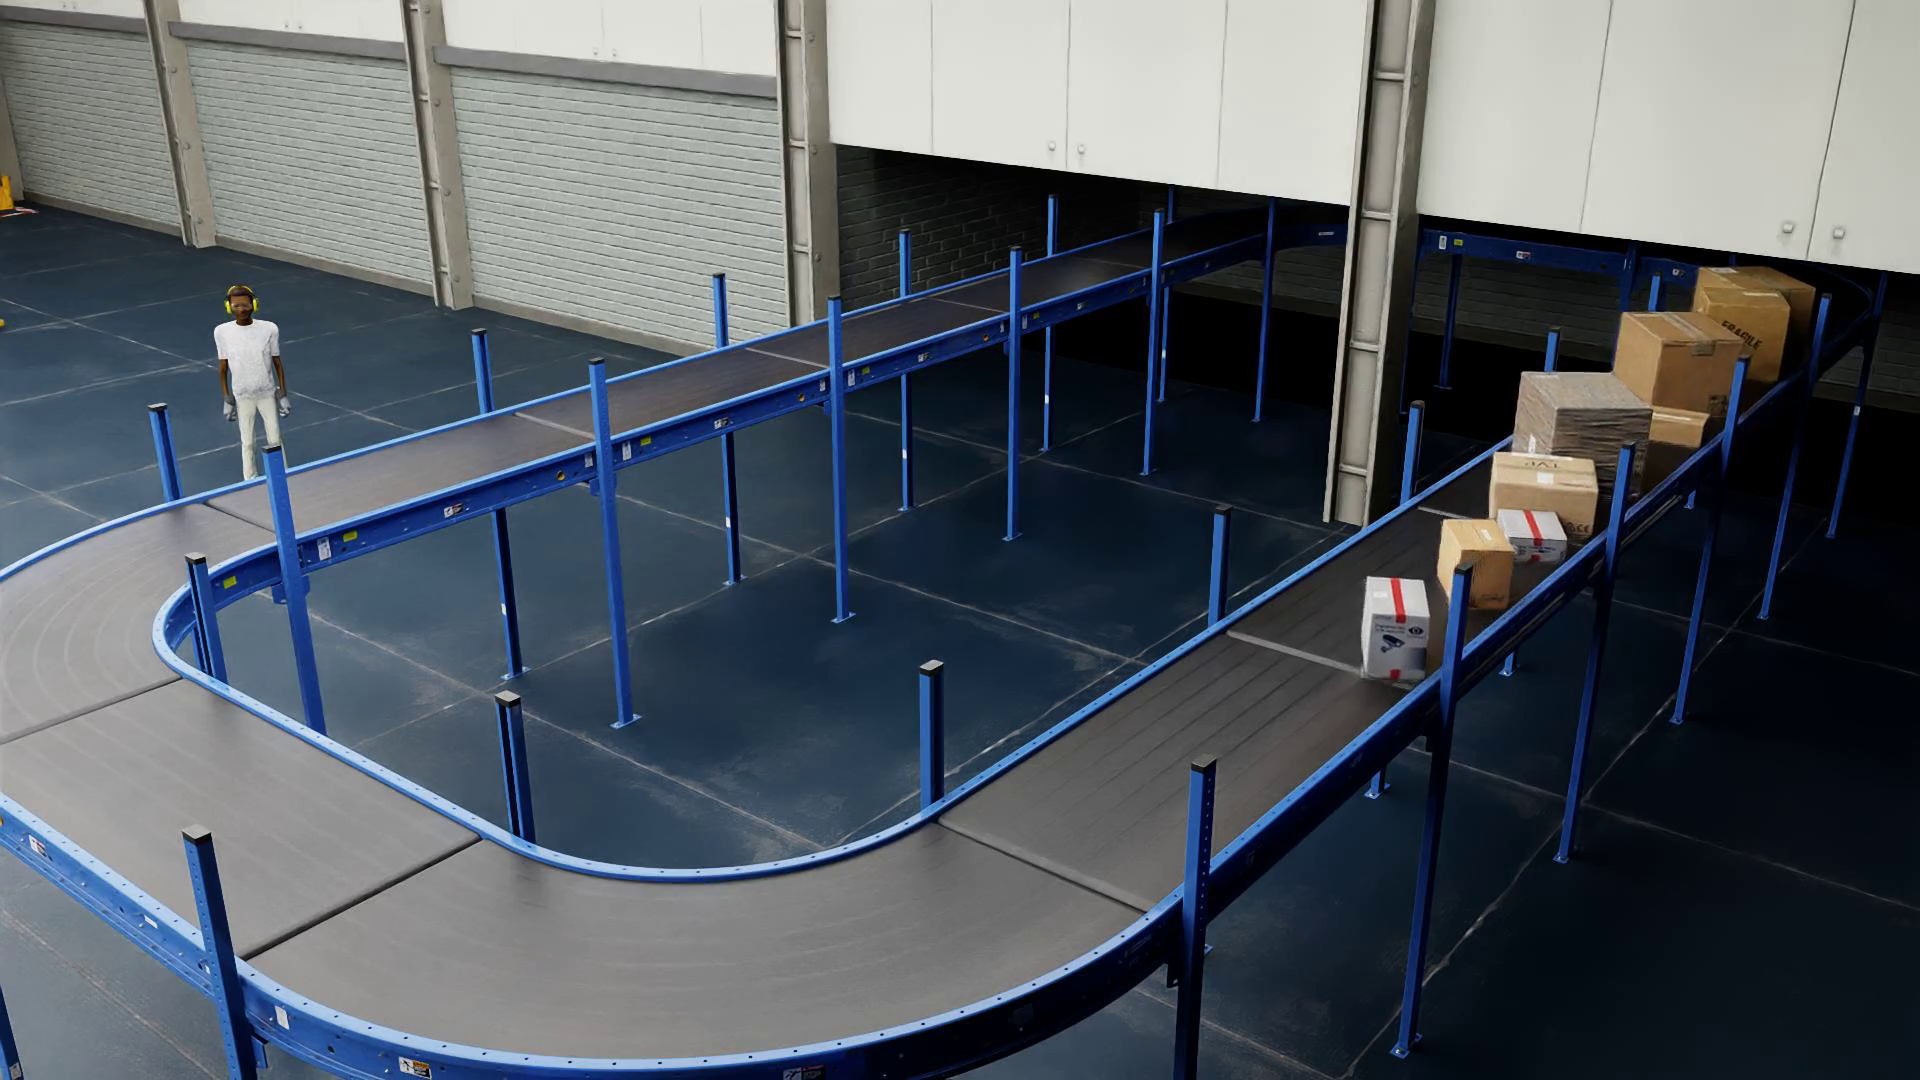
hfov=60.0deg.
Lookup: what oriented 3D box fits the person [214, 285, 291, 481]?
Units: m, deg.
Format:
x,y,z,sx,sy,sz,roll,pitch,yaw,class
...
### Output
x,y,z,sx,sy,sz,roll,pitch,yaw,class
-5.758,-1.164,13.590,0.513,1.876,0.328,-9,23,-21,person
